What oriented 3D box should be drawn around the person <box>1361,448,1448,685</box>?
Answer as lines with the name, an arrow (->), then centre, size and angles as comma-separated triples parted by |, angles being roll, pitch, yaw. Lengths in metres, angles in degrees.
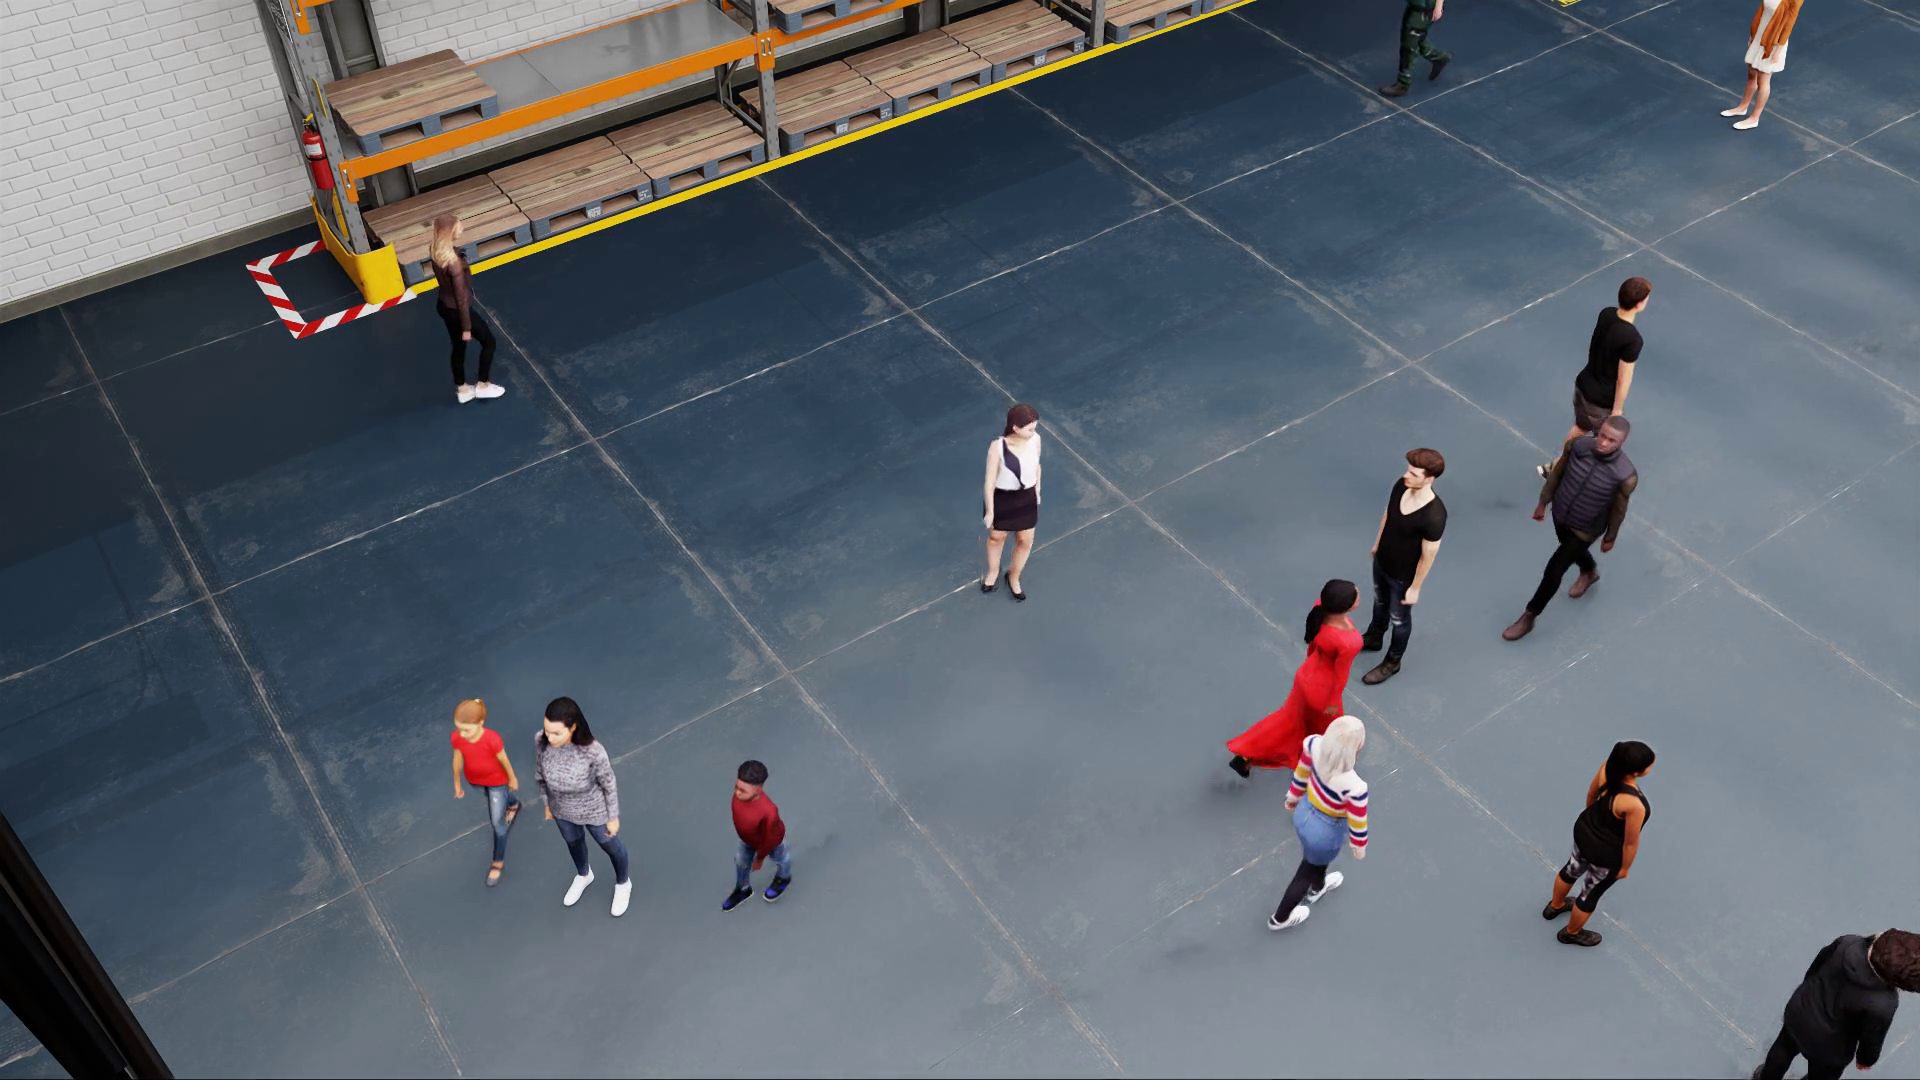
person -> 2.847, 0.149, 10.710 | 0.668, 1.896, 0.734 | -13, 45, -14

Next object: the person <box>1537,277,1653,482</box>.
person -> 4.555, -1.080, 12.034 | 0.921, 1.849, 0.844 | -7, 44, -8

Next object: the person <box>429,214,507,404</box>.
person -> -3.948, -1.726, 12.830 | 0.670, 1.686, 0.656 | -34, 53, -30

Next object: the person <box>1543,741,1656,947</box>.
person -> 3.583, 1.674, 9.281 | 0.626, 1.660, 0.643 | -9, 44, -10

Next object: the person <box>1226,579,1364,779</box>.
person -> 2.083, 0.903, 10.015 | 1.093, 1.764, 0.806 | -12, 45, -12

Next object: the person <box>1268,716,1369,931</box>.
person -> 1.937, 1.612, 9.251 | 0.856, 1.791, 0.745 | -18, 46, -18

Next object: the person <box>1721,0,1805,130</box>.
person -> 7.823, -4.811, 16.046 | 0.700, 1.717, 0.689 | -7, 44, -7

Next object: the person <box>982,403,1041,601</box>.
person -> 0.306, -0.270, 11.339 | 0.592, 1.636, 0.736 | -7, 44, -7

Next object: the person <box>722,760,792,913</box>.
person -> -1.098, 1.650, 9.611 | 0.586, 1.240, 0.717 | 31, 51, 28

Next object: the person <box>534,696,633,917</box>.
person -> -2.138, 1.492, 9.420 | 0.687, 1.732, 0.726 | 11, 45, 11

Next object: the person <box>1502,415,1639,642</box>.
person -> 4.177, -0.147, 11.099 | 1.185, 1.789, 0.736 | -23, 48, -23

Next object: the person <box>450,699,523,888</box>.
person -> -2.785, 1.364, 9.883 | 0.812, 1.277, 0.916 | 10, 45, 10

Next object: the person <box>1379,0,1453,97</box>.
person -> 4.656, -5.305, 16.445 | 1.106, 1.884, 0.925 | -7, 44, -8

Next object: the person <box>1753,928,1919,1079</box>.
person -> 4.386, 2.416, 8.434 | 0.705, 1.753, 0.766 | -22, 48, -22
